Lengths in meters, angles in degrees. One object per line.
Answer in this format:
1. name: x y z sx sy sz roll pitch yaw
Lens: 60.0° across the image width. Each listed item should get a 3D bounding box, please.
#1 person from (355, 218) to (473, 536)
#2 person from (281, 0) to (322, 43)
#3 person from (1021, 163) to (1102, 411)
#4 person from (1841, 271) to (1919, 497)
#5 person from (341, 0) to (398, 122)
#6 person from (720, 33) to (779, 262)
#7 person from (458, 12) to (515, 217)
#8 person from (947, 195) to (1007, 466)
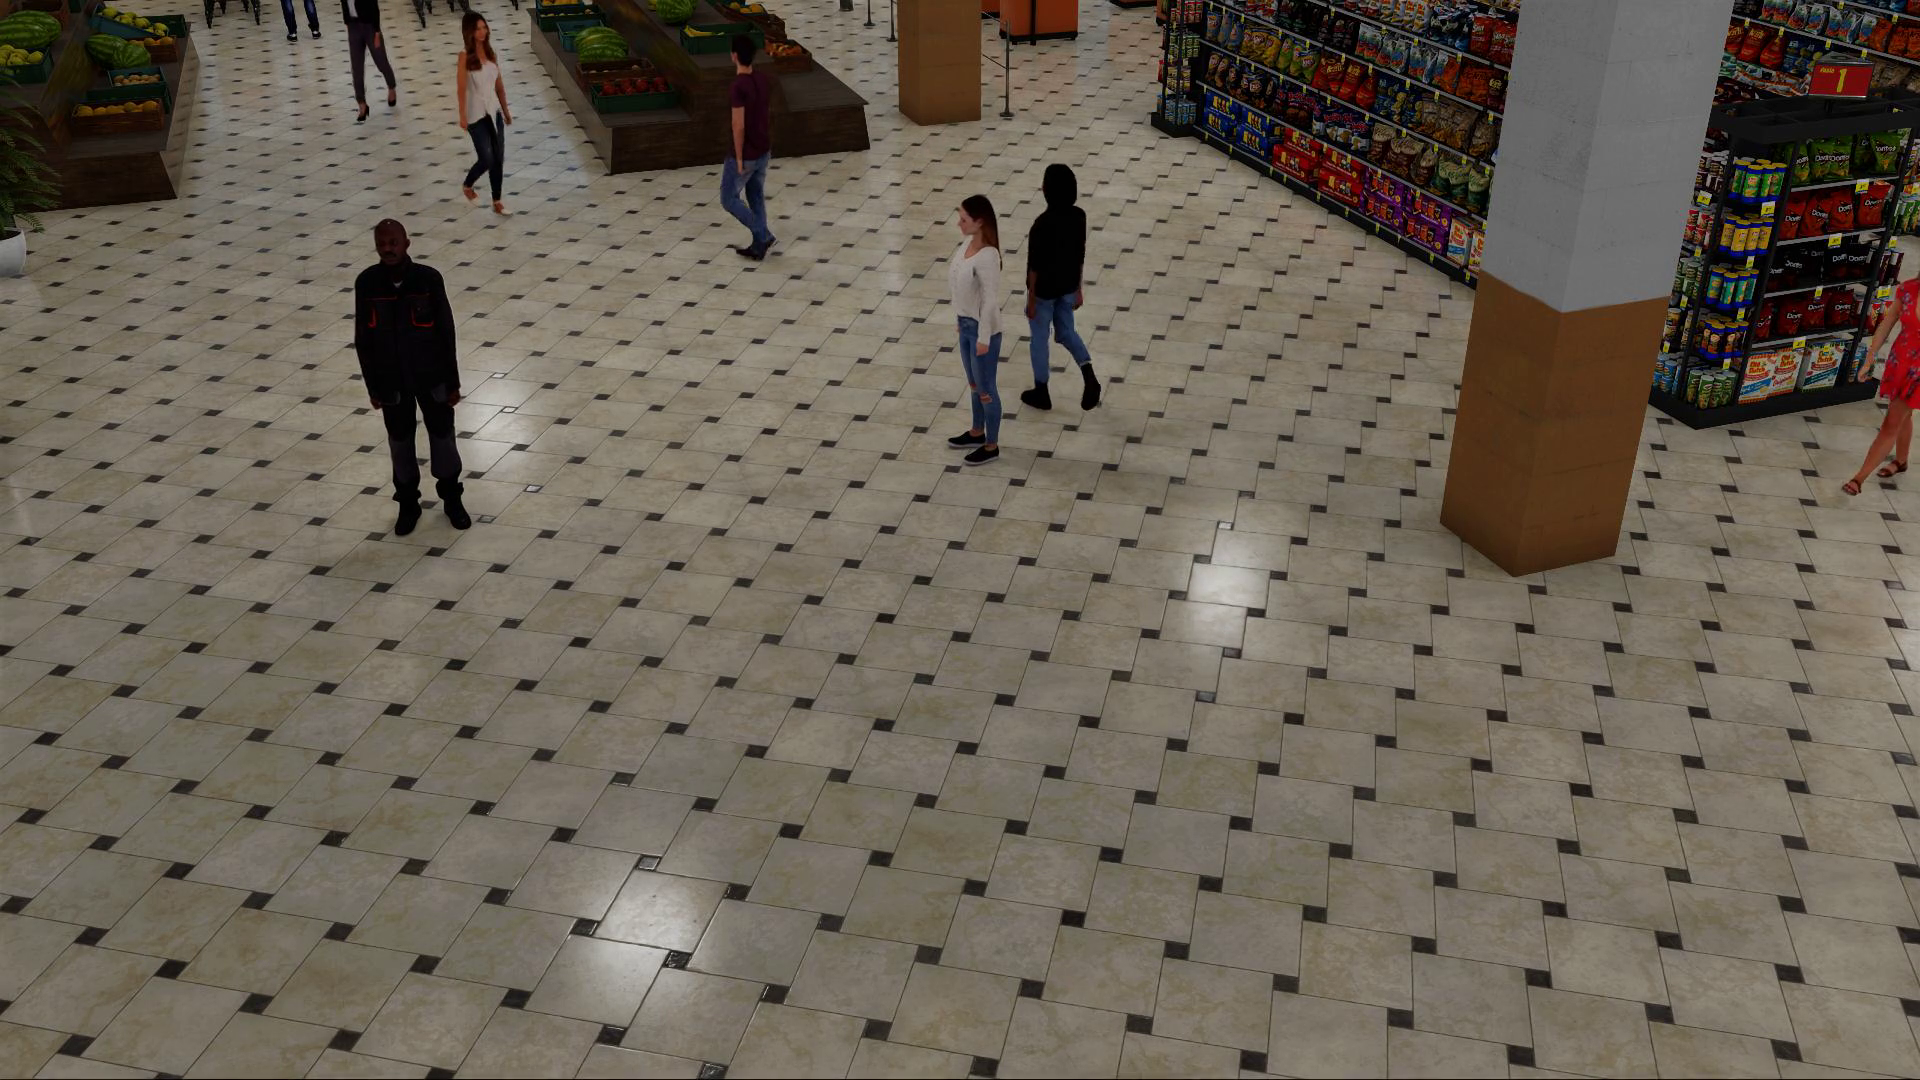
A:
1. person: -3.098 -0.939 9.410 0.712 1.824 0.609 -7 29 -13
2. person: -8.442 -7.240 20.948 0.742 1.827 0.625 -14 32 -24
3. person: 0.654 -1.560 10.701 0.716 1.676 0.960 -20 34 -32
4. person: 5.682 -1.015 9.827 0.812 1.557 1.014 -17 33 -28
5. person: -6.251 -5.322 17.643 0.870 1.627 1.118 2 29 3
6. person: -1.639 -3.114 13.376 0.930 1.841 0.863 17 33 29
7. person: -4.235 -3.713 14.550 0.910 1.766 0.848 14 32 24
8. person: 0.118 -1.289 10.186 0.672 1.694 0.480 -9 30 -16
